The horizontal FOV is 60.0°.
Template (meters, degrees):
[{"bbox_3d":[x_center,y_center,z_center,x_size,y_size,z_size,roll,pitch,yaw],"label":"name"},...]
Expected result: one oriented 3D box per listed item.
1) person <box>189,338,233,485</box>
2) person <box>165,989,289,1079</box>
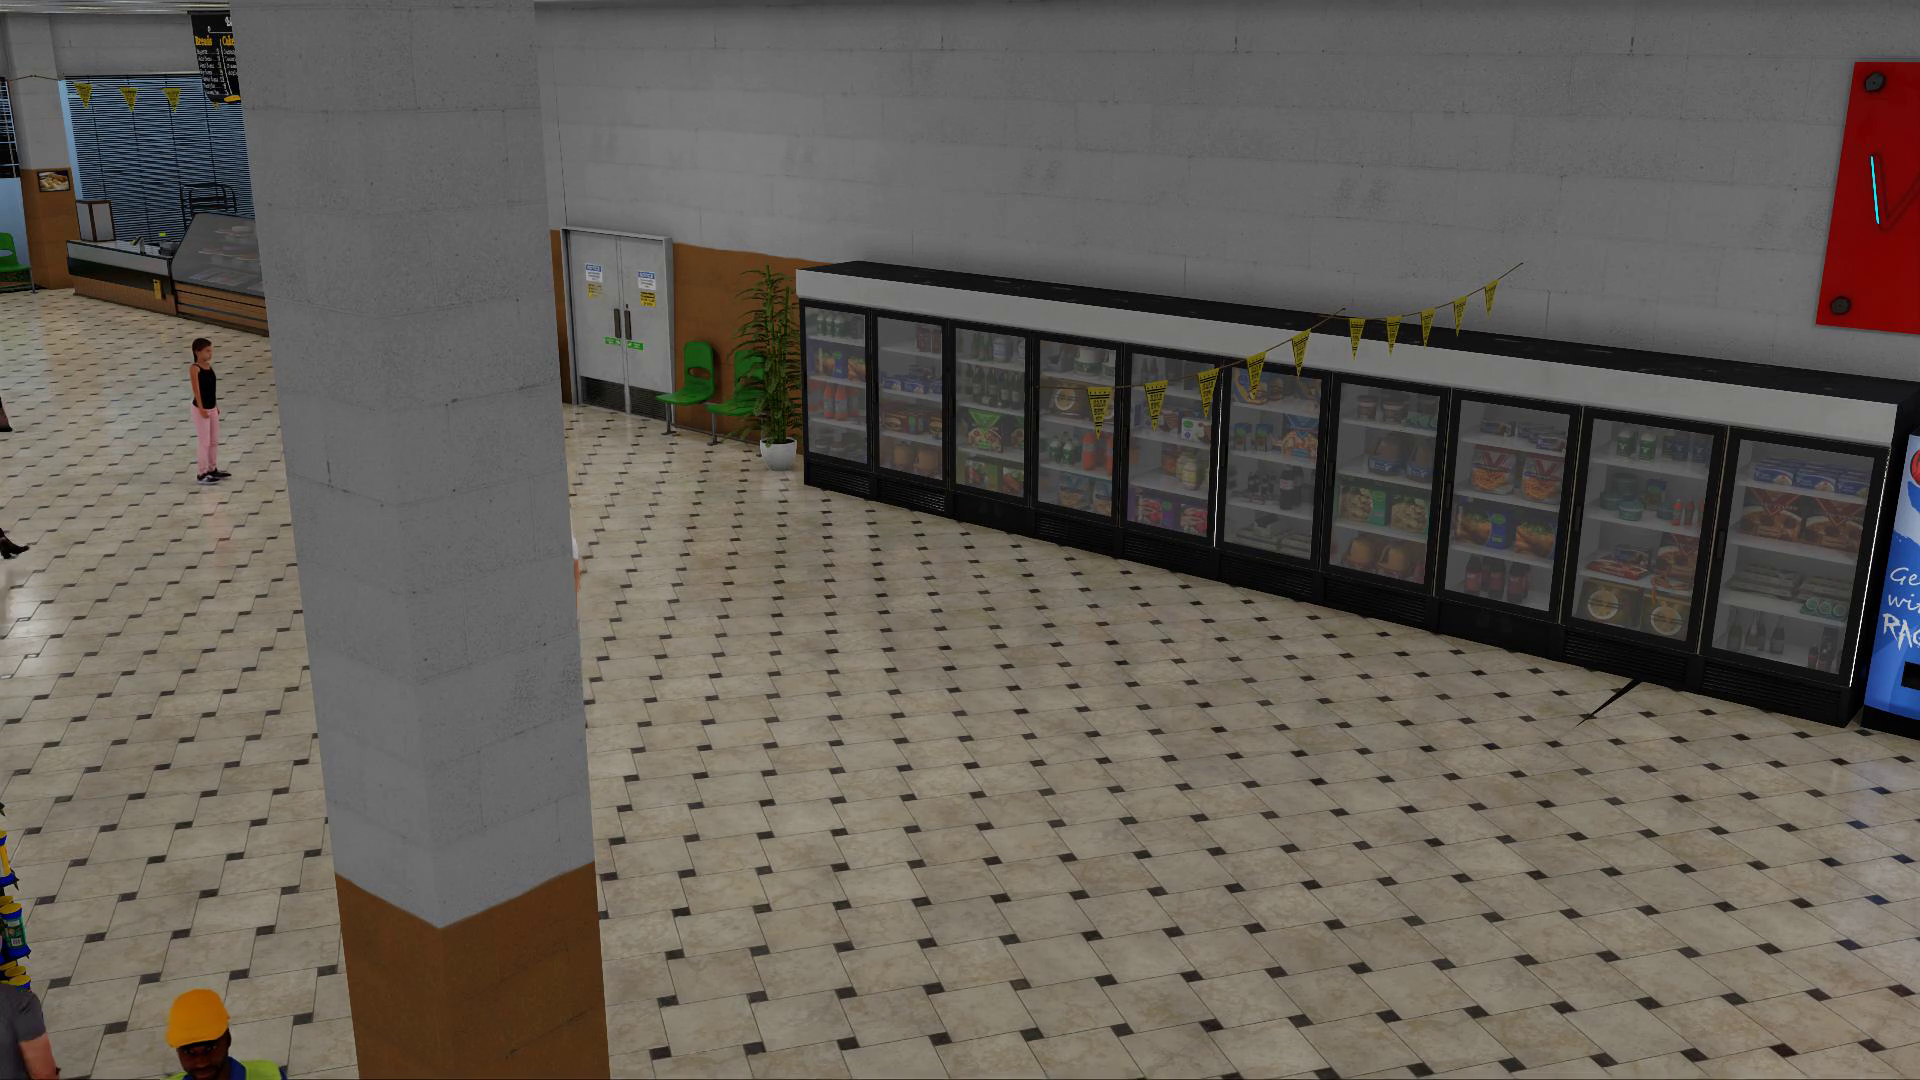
[{"bbox_3d":[-8.051,-1.381,17.727,0.650,1.558,0.569,2,17,8],"label":"person"},{"bbox_3d":[-2.340,2.242,5.339,0.747,1.825,0.843,-8,19,-26],"label":"person"}]
